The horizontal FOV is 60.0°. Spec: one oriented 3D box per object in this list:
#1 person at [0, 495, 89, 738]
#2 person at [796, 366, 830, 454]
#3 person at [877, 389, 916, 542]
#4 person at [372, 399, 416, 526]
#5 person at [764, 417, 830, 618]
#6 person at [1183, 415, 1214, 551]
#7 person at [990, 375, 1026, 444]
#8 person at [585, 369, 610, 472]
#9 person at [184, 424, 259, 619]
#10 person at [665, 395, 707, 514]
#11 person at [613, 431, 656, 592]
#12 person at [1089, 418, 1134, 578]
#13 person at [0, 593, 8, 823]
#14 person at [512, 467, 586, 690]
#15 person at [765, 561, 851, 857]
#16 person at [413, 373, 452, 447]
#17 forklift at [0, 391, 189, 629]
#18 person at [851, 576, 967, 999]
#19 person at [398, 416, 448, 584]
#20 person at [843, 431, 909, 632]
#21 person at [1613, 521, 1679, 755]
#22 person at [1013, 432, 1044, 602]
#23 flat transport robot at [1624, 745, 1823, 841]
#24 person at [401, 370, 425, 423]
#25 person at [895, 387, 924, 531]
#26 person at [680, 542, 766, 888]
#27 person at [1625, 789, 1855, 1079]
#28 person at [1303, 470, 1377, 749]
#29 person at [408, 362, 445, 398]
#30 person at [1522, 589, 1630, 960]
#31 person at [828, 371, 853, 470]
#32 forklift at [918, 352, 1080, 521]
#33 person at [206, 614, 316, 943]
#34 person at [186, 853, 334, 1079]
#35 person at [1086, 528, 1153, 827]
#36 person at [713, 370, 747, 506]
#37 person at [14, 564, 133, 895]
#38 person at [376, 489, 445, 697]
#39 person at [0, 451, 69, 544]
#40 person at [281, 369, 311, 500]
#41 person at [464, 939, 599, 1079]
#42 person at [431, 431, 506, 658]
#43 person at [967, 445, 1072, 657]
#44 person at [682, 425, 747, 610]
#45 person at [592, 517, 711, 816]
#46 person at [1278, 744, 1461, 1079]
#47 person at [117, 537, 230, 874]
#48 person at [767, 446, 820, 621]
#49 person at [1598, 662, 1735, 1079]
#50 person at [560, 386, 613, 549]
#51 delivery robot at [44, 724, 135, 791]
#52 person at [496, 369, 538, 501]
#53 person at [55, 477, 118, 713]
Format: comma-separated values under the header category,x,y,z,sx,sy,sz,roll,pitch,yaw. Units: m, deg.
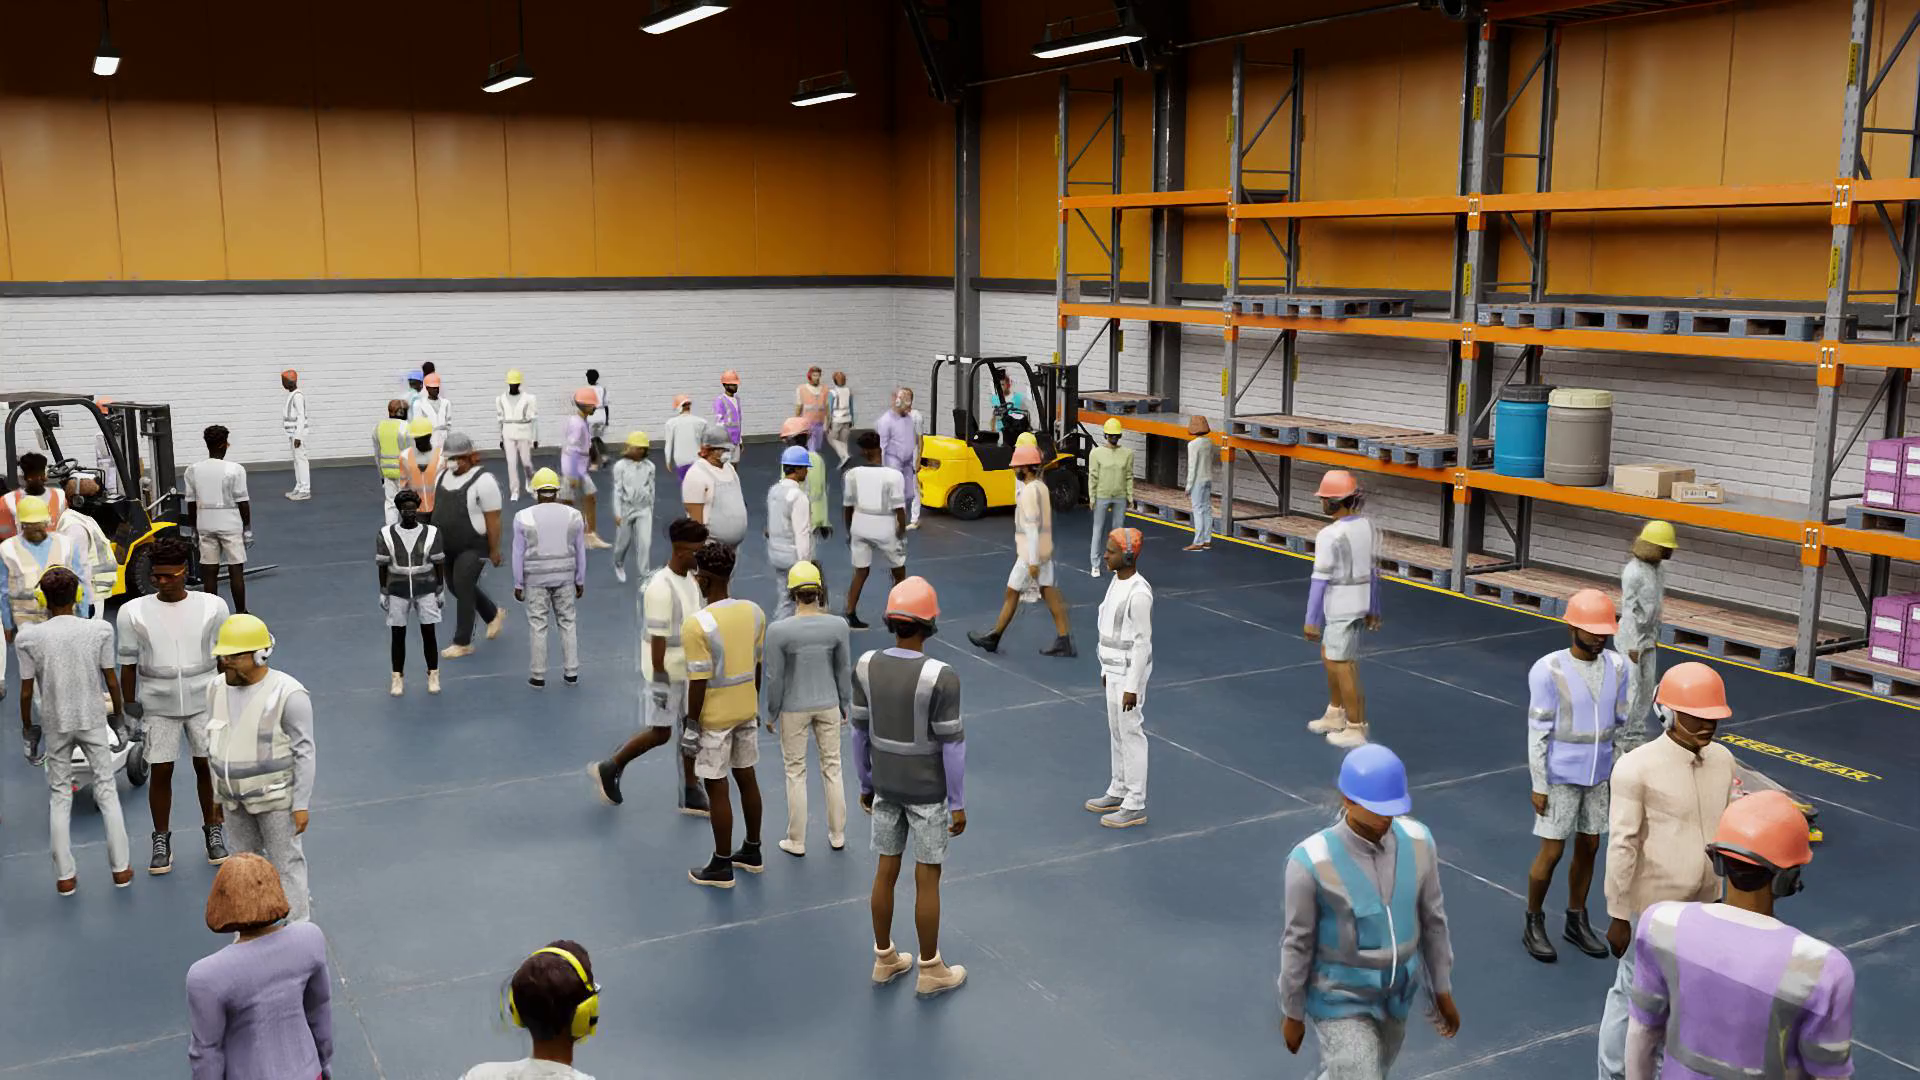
category,x,y,z,sx,sy,sz,roll,pitch,yaw
person,-6.879,0.542,12.478,0.588,1.799,0.843,-9,13,-41
person,-2.329,-1.841,26.133,0.568,1.813,0.811,-6,11,-31
person,-0.820,-0.933,20.672,0.513,1.885,0.715,6,12,32
person,-6.675,-0.768,19.876,0.619,1.838,0.430,4,11,20
person,-1.587,-0.171,15.941,0.776,2.003,0.596,3,10,19
person,2.866,-0.682,19.956,0.285,1.633,0.501,8,13,38
person,0.765,-1.574,24.690,0.628,1.789,0.942,7,12,35
person,-5.976,-1.948,27.097,0.546,1.676,0.370,-8,13,-40
person,-6.983,-0.113,15.725,0.607,1.966,0.373,1,10,6
person,-3.604,-1.083,22.129,0.615,1.680,0.898,-1,10,-6
person,-3.486,-0.325,17.687,0.501,1.713,0.800,-6,11,-31
person,1.674,-0.465,18.329,0.526,1.768,0.331,-2,10,-12
person,-6.261,0.862,10.285,0.652,1.906,0.409,-5,11,-25
person,-3.383,0.316,13.689,0.597,1.824,0.404,-5,11,-28
person,-0.908,0.999,9.910,0.533,1.765,0.330,-4,11,-23
person,-7.167,-1.313,22.713,0.543,1.939,0.362,-9,13,-42
forklift,-9.026,-0.363,16.508,1.214,2.155,2.313,6,11,29
person,-0.224,1.184,8.037,0.615,2.042,0.378,6,12,32
person,-5.515,-0.359,17.335,0.590,1.906,0.582,0,10,0
person,-0.772,-0.094,15.795,0.671,1.905,0.762,3,10,19
person,4.802,0.709,11.690,0.507,1.722,0.385,-9,13,-42
person,0.692,-0.235,17.071,0.324,1.742,0.492,5,11,25
flat transport robot,4.847,1.609,10.684,0.652,0.197,1.431,0,10,-1
person,-7.705,-1.449,23.618,0.482,1.903,0.655,-7,12,-34
person,-0.702,-1.043,21.432,0.512,1.845,0.340,7,12,35
person,-1.346,0.982,9.424,0.367,1.964,0.609,7,12,34
person,2.290,1.727,4.920,0.615,2.041,0.381,9,14,43
person,2.713,0.495,12.074,0.728,2.014,0.638,10,14,44
person,-8.245,-1.830,25.920,0.594,1.864,0.995,1,10,3
person,3.125,1.183,8.399,0.545,1.926,0.399,-3,10,-16
person,-1.932,-1.936,27.192,0.533,1.626,0.416,-9,13,-43
forklift,0.460,-1.461,22.833,2.313,2.155,1.214,-5,11,-28
person,-3.472,1.257,8.225,0.592,1.833,0.404,3,10,18
person,-2.291,1.834,5.526,0.327,1.620,0.510,6,11,30
person,1.020,0.850,10.426,0.355,1.882,0.576,-2,10,-12
person,-3.191,-1.396,23.193,0.360,1.939,0.543,4,11,23
person,-4.953,1.058,9.308,0.525,1.859,0.316,-5,11,-26
person,-4.426,0.422,13.443,0.535,1.693,0.320,-3,10,-17
person,-7.706,0.206,14.022,0.944,1.907,0.703,9,13,41
person,-9.627,-1.527,24.095,0.355,1.887,0.573,-6,11,-30
person,-1.005,1.924,4.408,0.545,1.820,0.942,3,10,16
person,-4.411,-0.014,14.944,0.685,2.000,0.848,6,12,33
person,0.568,0.098,14.742,0.987,1.879,0.565,4,10,19
person,-2.199,-0.051,15.158,0.535,2.000,0.695,5,11,28
person,-1.911,0.809,10.553,0.813,1.928,0.656,3,10,17
person,1.408,1.606,6.030,0.653,1.909,0.928,-4,11,-24
person,-4.521,0.945,9.638,0.613,1.962,0.362,-5,11,-28
person,-1.402,0.153,14.305,0.486,1.930,0.621,-7,12,-34
person,2.841,1.451,6.641,0.623,1.992,0.396,-4,11,-24
person,-4.718,-0.854,19.955,0.950,1.993,0.625,0,10,2
delivery robot,-5.702,1.380,10.903,0.477,0.478,0.707,-2,9,-7
person,-6.411,-1.539,24.133,0.588,1.900,0.734,-1,10,-3
person,-6.801,0.425,12.990,0.429,1.841,0.633,-5,11,-26
